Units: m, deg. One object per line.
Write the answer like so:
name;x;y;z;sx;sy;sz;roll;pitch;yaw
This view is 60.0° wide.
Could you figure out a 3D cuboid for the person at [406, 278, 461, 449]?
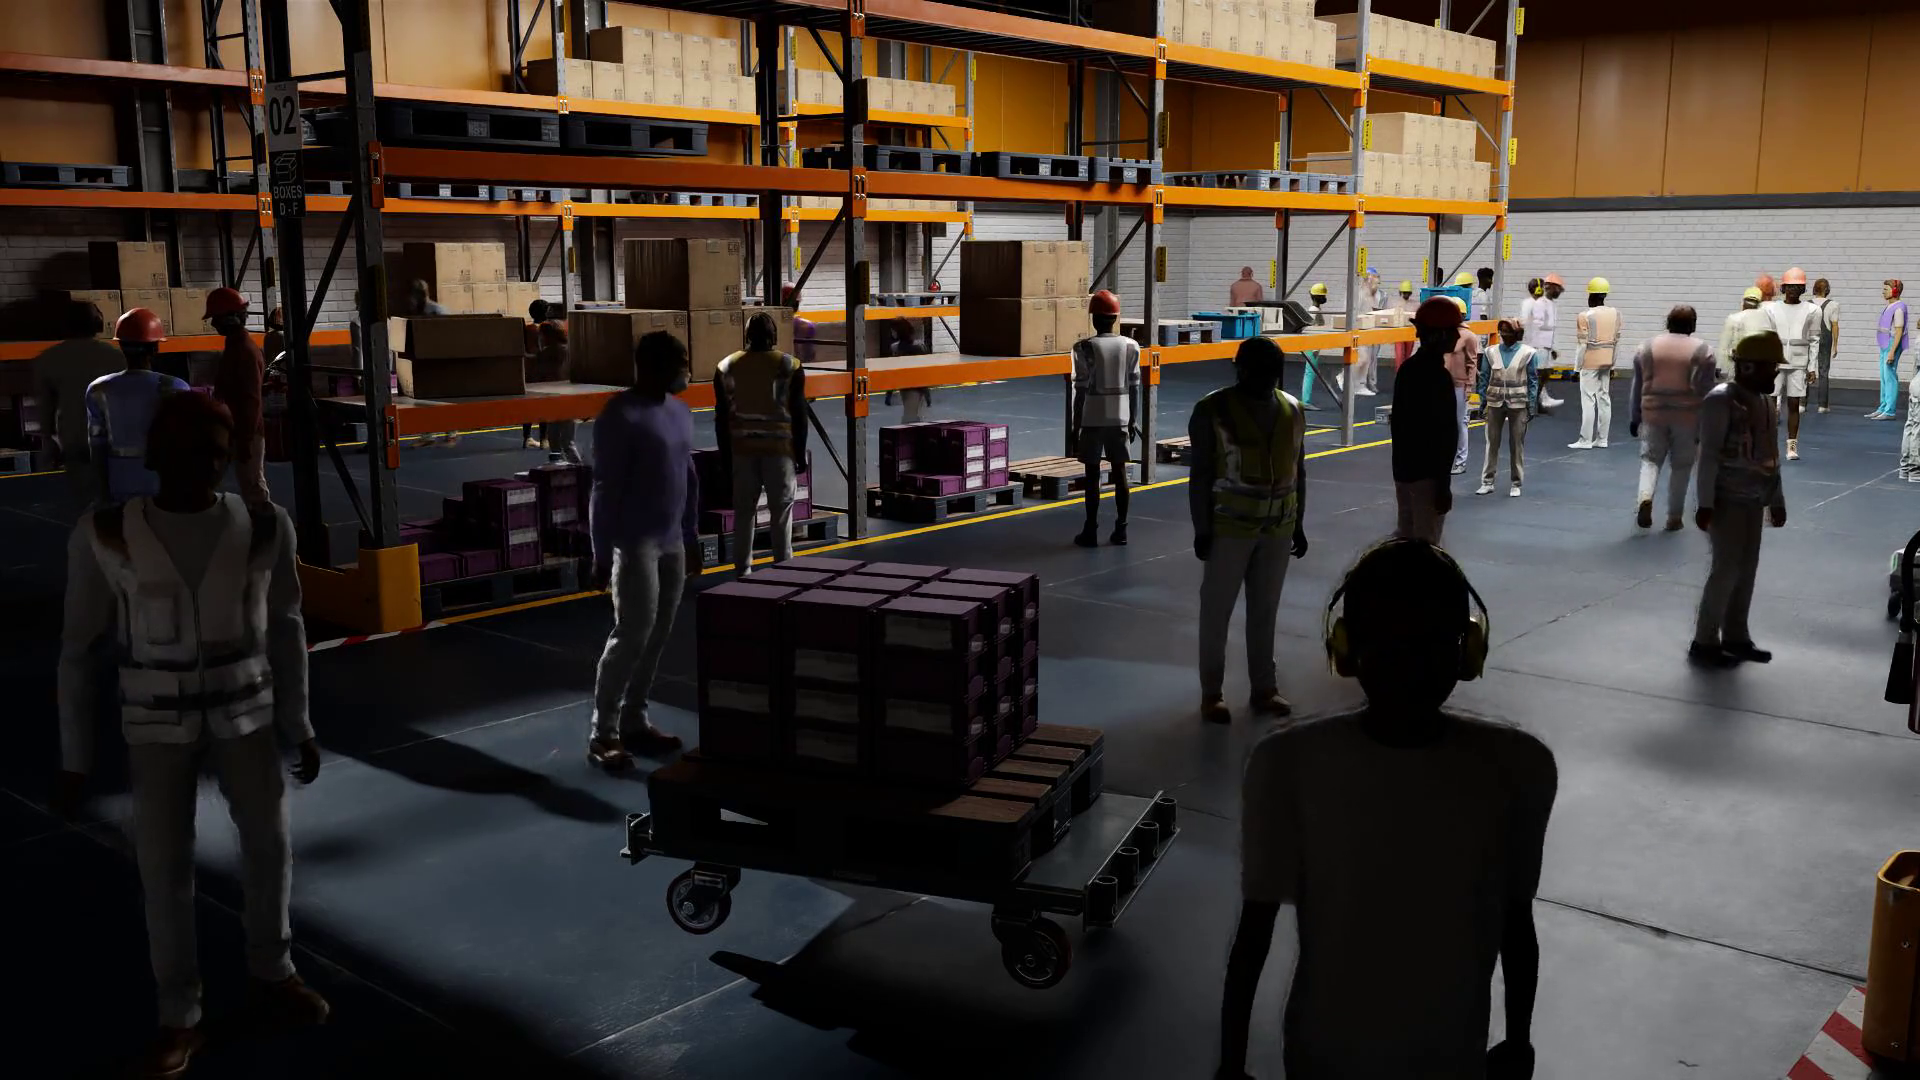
person;-5.954;-1.974;18.674;0.654;1.934;0.410;7;12;35

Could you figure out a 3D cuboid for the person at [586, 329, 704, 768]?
person;-1.390;0.028;7.360;0.372;1.906;0.692;4;11;22

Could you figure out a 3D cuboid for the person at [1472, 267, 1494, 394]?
person;7.965;-3.189;25.479;0.362;1.962;0.613;0;10;0

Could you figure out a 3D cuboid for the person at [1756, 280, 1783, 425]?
person;10.374;-2.407;21.383;0.609;1.852;0.885;3;10;16

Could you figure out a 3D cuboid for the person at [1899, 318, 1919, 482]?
person;9.357;-1.429;16.086;0.298;1.745;0.484;3;10;14

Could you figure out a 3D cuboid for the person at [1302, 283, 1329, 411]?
person;4.953;-2.682;23.159;0.330;1.767;0.528;2;10;11

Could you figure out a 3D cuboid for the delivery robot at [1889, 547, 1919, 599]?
delivery robot;6.031;0.145;10.243;0.707;0.478;0.477;-9;13;-41

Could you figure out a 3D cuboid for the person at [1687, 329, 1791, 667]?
person;4.244;-0.233;9.056;0.640;1.818;0.425;-8;13;-37

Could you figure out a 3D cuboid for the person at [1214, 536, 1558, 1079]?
person;0.670;0.890;2.683;0.536;1.813;0.995;2;10;11

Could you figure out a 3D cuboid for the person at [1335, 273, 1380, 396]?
person;6.136;-3.148;25.487;0.510;1.880;0.655;7;12;35

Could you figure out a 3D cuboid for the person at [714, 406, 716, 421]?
person;-3.041;-2.377;21.629;0.532;1.693;0.319;8;13;37

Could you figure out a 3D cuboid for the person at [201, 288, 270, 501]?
person;-4.956;-0.738;11.468;0.392;1.986;0.610;-5;11;-28

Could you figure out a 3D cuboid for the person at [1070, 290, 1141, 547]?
person;1.085;-0.912;12.584;0.546;1.942;0.353;-3;10;-15

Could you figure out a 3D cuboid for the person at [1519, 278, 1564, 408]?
person;8.088;-2.724;23.227;0.838;1.832;0.517;1;10;3

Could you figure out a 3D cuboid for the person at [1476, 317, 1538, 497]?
person;4.978;-1.207;15.131;0.517;1.636;0.313;6;12;32

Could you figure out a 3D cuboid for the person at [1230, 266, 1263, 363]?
person;5.606;-4.393;32.531;0.661;1.903;0.432;6;11;30

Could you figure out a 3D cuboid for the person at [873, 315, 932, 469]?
person;-0.549;-1.464;16.723;0.864;1.576;0.510;-7;12;-36

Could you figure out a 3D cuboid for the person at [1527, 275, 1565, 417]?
person;7.855;-2.609;22.426;0.379;1.889;0.664;9;13;41

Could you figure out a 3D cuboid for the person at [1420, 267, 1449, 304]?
person;8.349;-3.813;29.179;0.590;1.916;0.399;2;10;12

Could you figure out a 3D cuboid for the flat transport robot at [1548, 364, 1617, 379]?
flat transport robot;10.592;-2.934;28.848;1.431;0.197;0.652;-3;10;-17

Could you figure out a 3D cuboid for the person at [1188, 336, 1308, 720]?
person;1.401;-0.059;8.014;0.621;1.843;0.429;-3;10;-18

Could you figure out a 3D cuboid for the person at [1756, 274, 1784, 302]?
person;11.254;-2.781;23.340;0.560;1.903;0.742;4;11;22

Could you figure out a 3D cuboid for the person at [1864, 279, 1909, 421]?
person;12.199;-2.483;21.798;0.390;1.846;0.565;3;10;16

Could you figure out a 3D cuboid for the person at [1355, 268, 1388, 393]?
person;6.337;-3.249;25.872;0.605;1.948;0.387;0;10;0

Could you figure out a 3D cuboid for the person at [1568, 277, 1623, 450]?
person;7.116;-1.971;18.642;0.587;1.930;0.355;-4;11;-23

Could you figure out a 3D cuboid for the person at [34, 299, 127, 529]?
person;-5.777;-0.643;11.114;0.643;1.913;0.632;-3;10;-15

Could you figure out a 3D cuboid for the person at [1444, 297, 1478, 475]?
person;4.918;-1.541;16.657;0.304;1.772;0.528;-7;12;-37

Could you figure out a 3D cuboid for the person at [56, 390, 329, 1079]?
person;-2.126;0.523;4.620;0.721;1.872;0.459;-6;12;-31

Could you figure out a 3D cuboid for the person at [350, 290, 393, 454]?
person;-6.470;-1.855;18.270;0.404;1.829;0.591;4;11;21

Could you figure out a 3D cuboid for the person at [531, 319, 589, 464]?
person;-3.629;-1.192;15.077;0.569;1.618;0.368;4;11;23

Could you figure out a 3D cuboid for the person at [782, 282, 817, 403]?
person;-1.659;-1.536;16.179;0.553;1.924;0.459;2;10;9

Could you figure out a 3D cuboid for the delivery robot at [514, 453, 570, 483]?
delivery robot;-3.354;-0.484;13.824;0.477;0.478;0.707;6;12;32

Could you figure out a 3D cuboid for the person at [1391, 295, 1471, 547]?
person;2.622;-0.368;9.333;0.394;1.992;0.622;-1;10;-7

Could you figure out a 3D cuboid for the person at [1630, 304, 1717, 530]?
person;5.624;-0.955;13.165;0.639;1.820;0.639;7;12;33

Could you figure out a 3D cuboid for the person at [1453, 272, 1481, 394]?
person;6.885;-2.694;22.776;0.386;1.922;0.594;9;14;42

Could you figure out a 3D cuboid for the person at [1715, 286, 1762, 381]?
person;9.169;-2.054;19.446;0.669;1.815;0.427;-1;10;-5

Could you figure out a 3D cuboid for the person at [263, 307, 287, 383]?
person;-7.285;-1.688;17.901;0.497;1.629;0.277;7;12;34

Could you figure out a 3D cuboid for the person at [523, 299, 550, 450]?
person;-4.718;-1.851;18.663;0.533;1.687;0.320;6;11;30

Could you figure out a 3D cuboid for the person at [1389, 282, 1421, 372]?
person;7.186;-3.310;26.881;0.527;1.721;0.933;0;10;2

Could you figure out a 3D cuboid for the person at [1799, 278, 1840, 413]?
person;11.751;-2.654;22.797;0.504;1.839;0.344;7;12;35

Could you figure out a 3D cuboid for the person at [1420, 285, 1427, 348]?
person;8.381;-3.767;29.690;0.312;1.642;0.512;-3;10;-16

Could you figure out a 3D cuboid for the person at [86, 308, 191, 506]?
person;-4.326;-0.264;8.900;0.552;1.937;0.356;-1;10;-6

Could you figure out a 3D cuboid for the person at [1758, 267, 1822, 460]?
person;8.826;-1.875;17.764;0.613;2.048;0.362;5;11;25

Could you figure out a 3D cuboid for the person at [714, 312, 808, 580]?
person;-1.309;-0.588;11.055;0.625;1.836;0.428;2;10;11
